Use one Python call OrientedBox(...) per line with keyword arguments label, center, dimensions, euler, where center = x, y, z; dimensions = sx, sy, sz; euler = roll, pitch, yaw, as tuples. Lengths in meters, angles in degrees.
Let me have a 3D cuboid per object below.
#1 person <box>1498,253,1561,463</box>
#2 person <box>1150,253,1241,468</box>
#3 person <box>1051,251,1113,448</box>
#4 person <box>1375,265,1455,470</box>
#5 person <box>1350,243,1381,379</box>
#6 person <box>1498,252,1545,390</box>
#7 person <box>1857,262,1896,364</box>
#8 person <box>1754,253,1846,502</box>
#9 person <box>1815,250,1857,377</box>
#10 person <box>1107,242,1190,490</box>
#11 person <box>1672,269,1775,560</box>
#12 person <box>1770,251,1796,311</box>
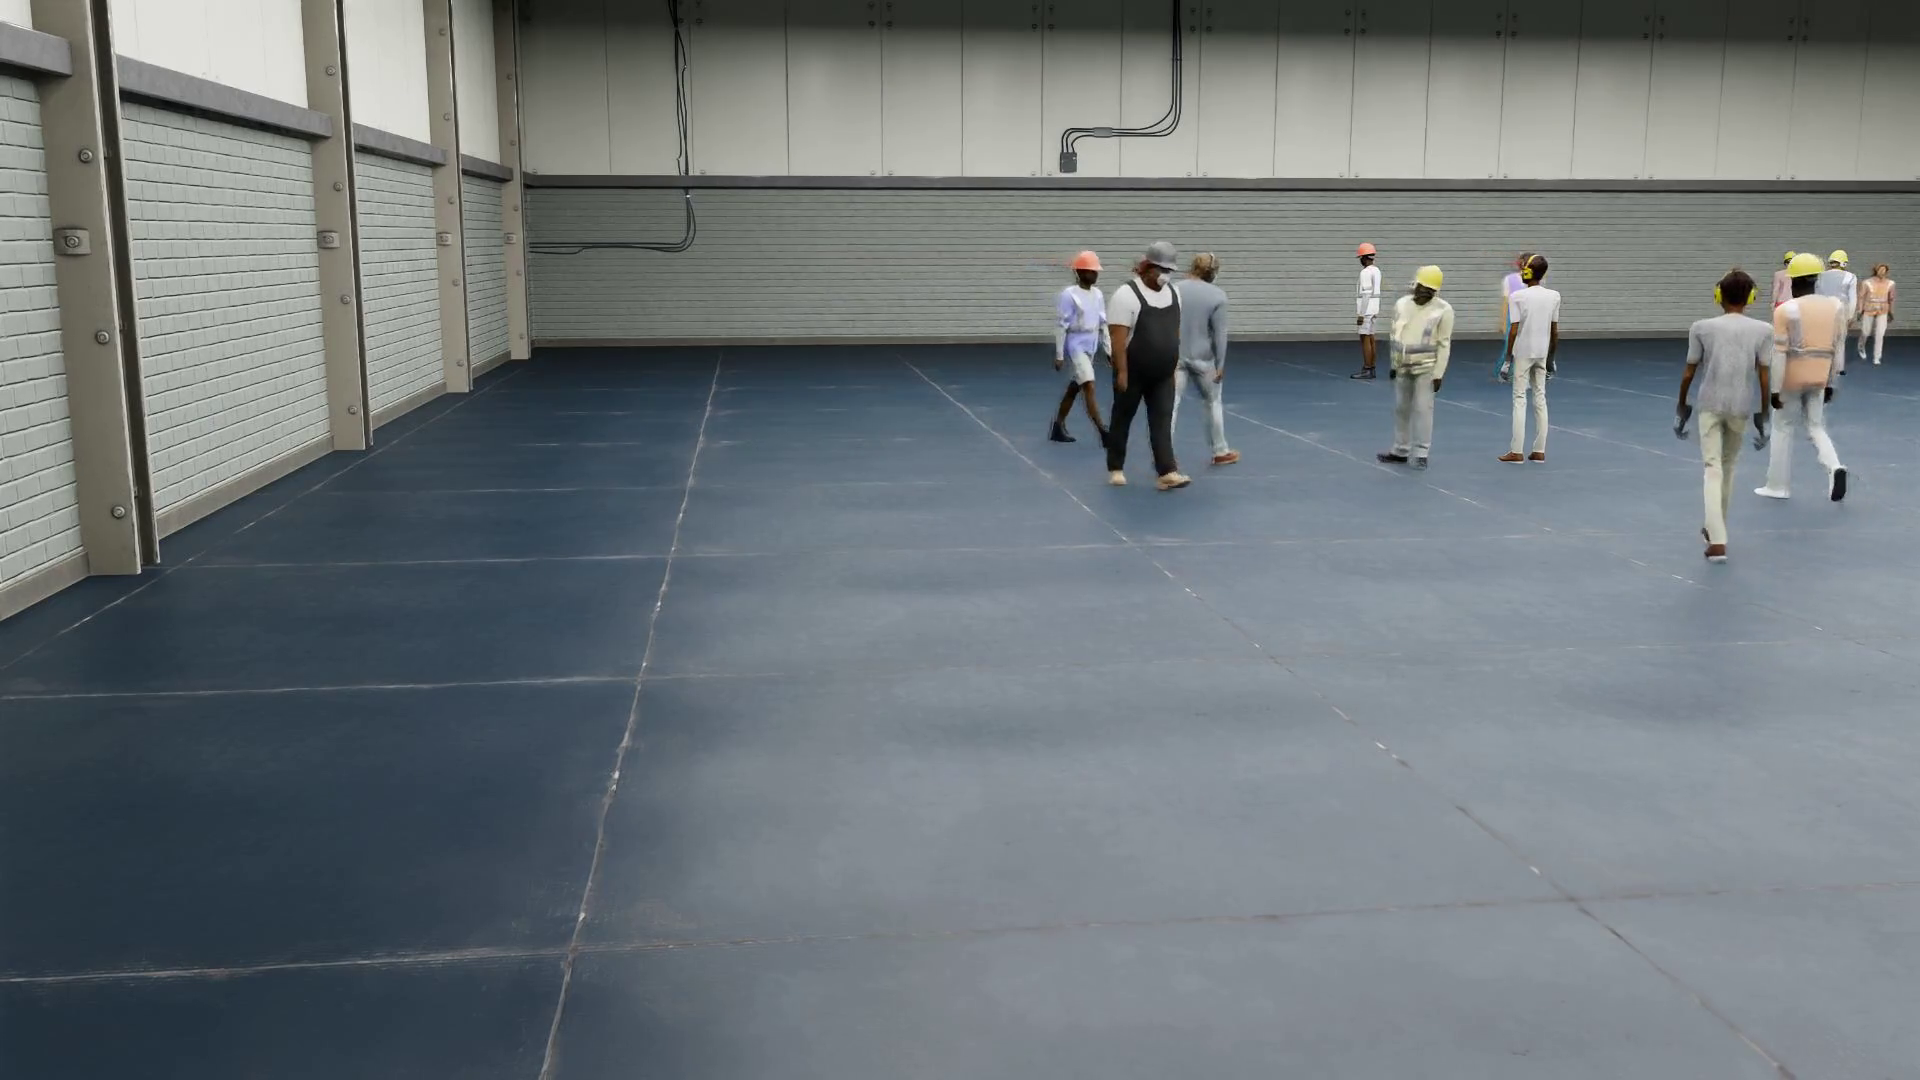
OrientedBox(label="person", center=(5.099, -1.618, 14.907), dimensions=(0.532, 1.873, 0.321), euler=(-2, 11, -13))
OrientedBox(label="person", center=(2.044, -1.558, 14.577), dimensions=(0.655, 1.885, 0.786), euler=(5, 11, 25))
OrientedBox(label="person", center=(1.236, -1.845, 16.130), dimensions=(1.032, 1.878, 0.563), euler=(9, 14, 41))
OrientedBox(label="person", center=(3.960, -1.506, 14.547), dimensions=(0.441, 1.781, 0.729), euler=(-8, 13, -37))
OrientedBox(label="person", center=(5.780, -3.256, 23.726), dimensions=(0.371, 1.927, 0.552), euler=(6, 12, 31))
OrientedBox(label="person", center=(7.496, -2.935, 22.243), dimensions=(0.578, 1.830, 0.695), euler=(-1, 10, -5))
OrientedBox(label="person", center=(14.682, -3.644, 26.706), dimensions=(0.535, 1.622, 0.603), euler=(3, 11, 15))
OrientedBox(label="person", center=(6.453, -1.223, 12.658), dimensions=(0.600, 1.903, 0.730), euler=(-2, 10, -8))
OrientedBox(label="person", center=(12.677, -3.283, 24.152), dimensions=(0.591, 1.829, 0.404), euler=(8, 13, 38))
OrientedBox(label="person", center=(1.523, -1.413, 13.316), dimensions=(0.727, 2.000, 0.973), euler=(-5, 12, -27))
OrientedBox(label="person", center=(4.870, -0.813, 10.640), dimensions=(0.545, 1.818, 0.968), euler=(3, 11, 14))
OrientedBox(label="person", center=(14.366, -4.118, 28.902), dimensions=(0.534, 1.767, 0.314), euler=(1, 10, 7))
